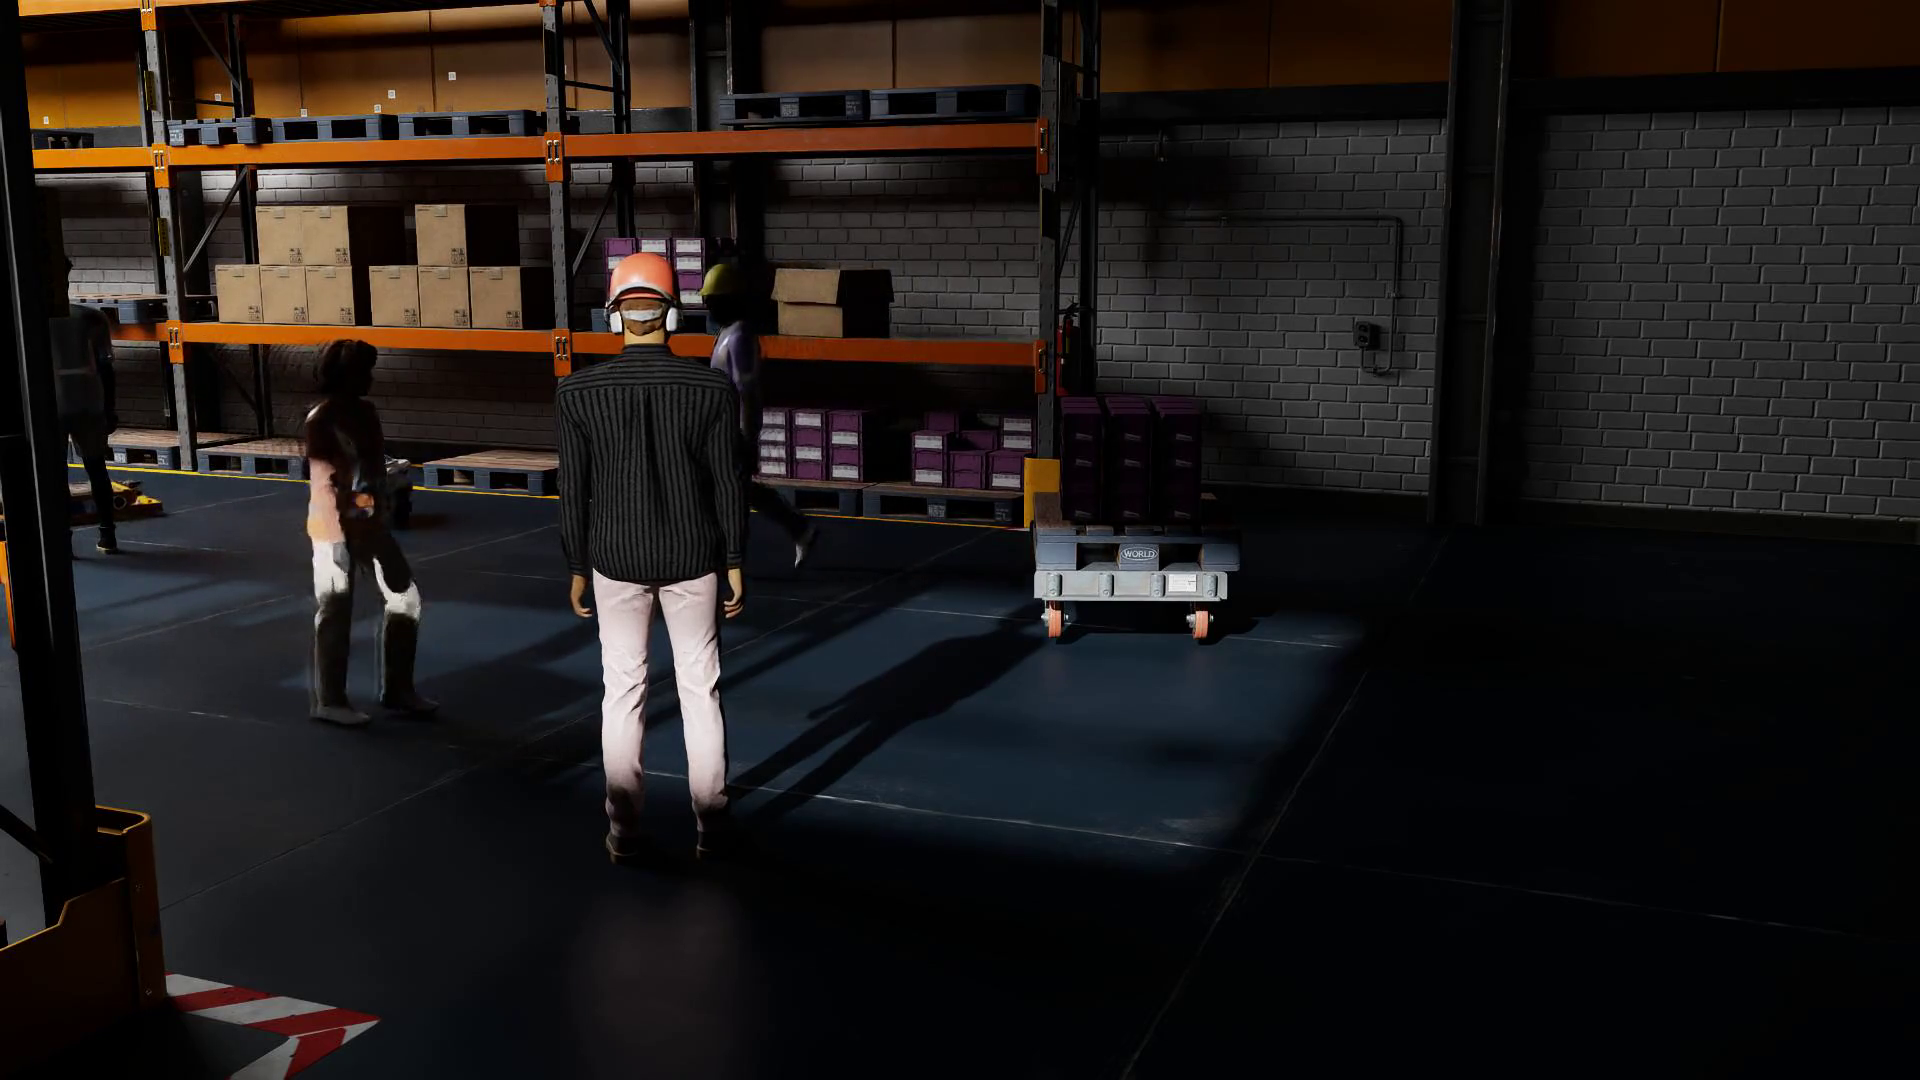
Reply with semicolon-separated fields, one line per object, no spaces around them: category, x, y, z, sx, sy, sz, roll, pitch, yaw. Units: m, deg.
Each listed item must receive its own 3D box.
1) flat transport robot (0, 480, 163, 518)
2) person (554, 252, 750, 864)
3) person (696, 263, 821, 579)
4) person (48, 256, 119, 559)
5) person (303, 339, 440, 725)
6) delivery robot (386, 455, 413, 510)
flat transport robot;-6.621;-0.256;12.015;1.431;0.197;0.652;-8;13;-39
person;-0.985;0.072;5.408;0.608;1.987;0.387;-1;10;-5
person;-1.279;-0.702;9.977;0.806;1.900;0.597;-2;10;-9
person;-5.713;-0.855;10.633;0.362;1.963;0.613;10;14;44
person;-2.451;-0.017;6.914;0.598;1.620;0.541;2;10;10
delivery robot;-4.196;-0.439;11.984;0.477;0.478;0.707;-1;10;-4
